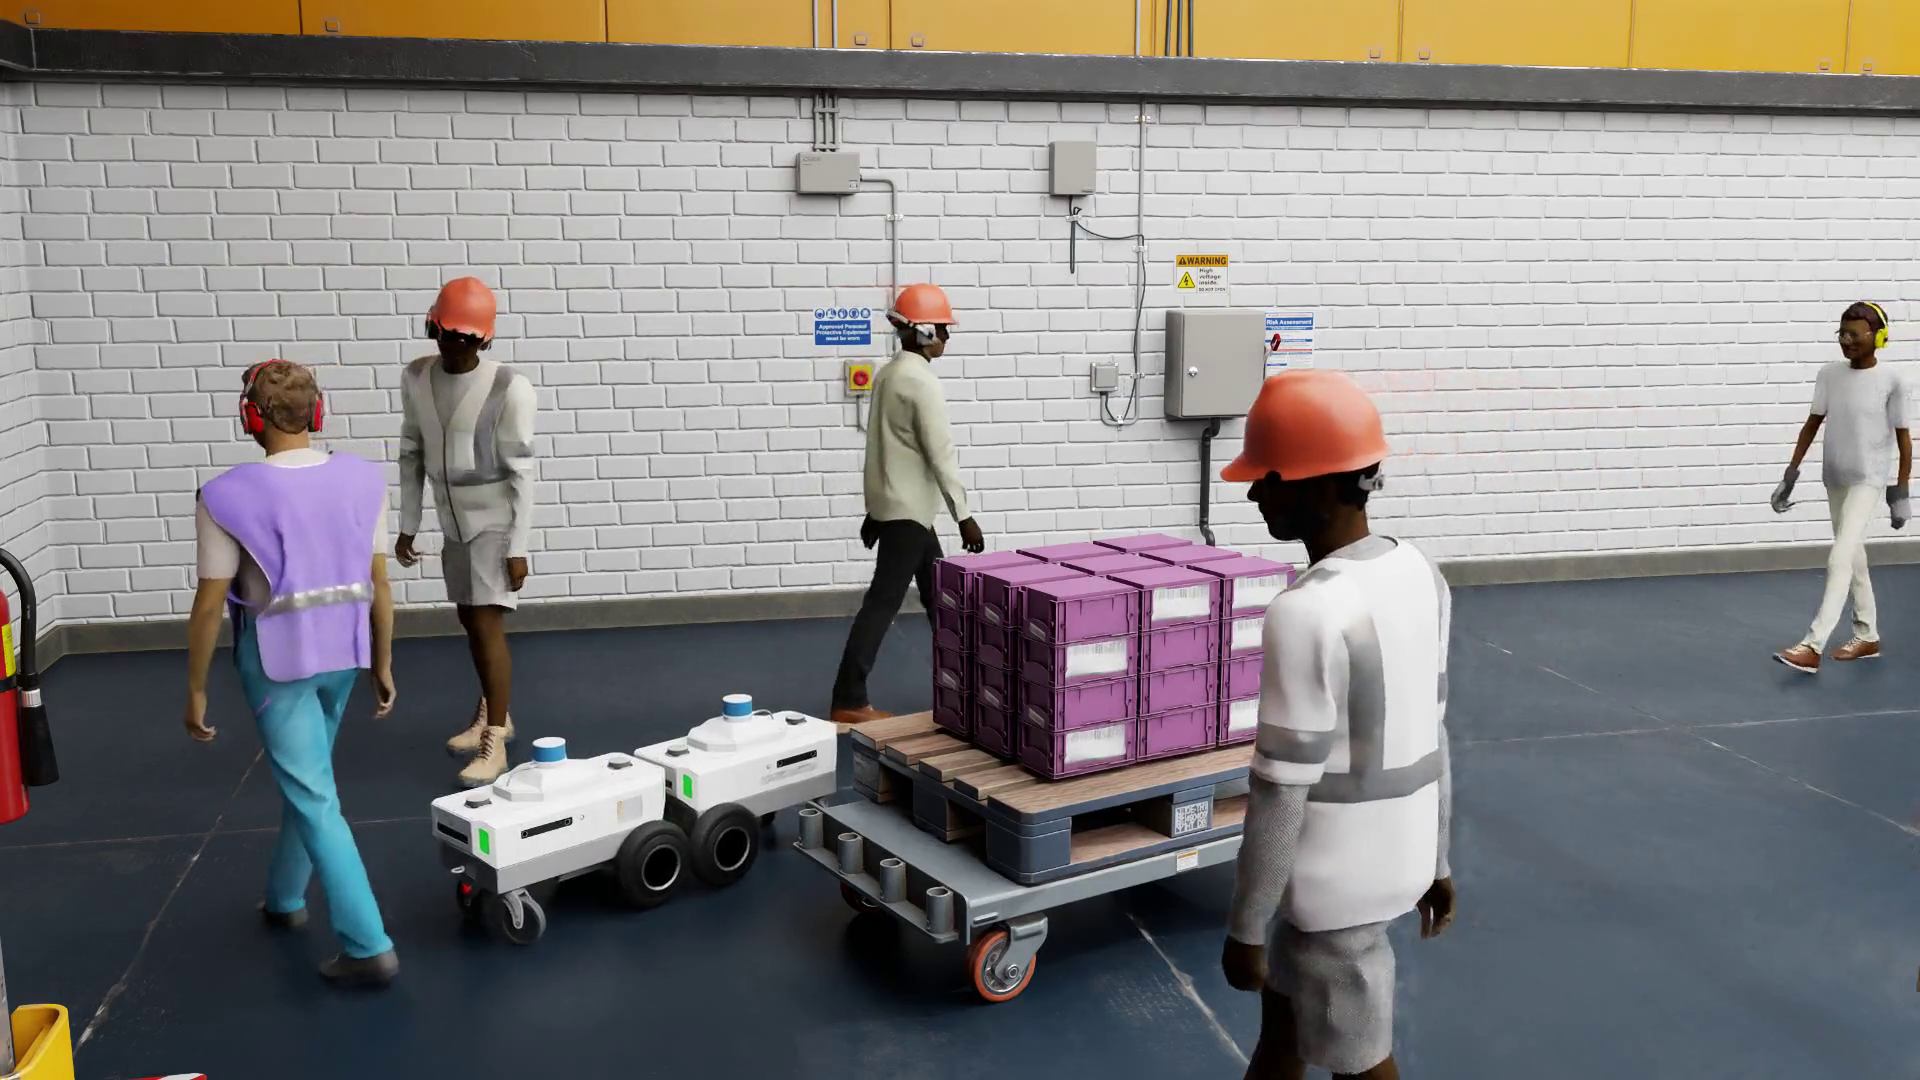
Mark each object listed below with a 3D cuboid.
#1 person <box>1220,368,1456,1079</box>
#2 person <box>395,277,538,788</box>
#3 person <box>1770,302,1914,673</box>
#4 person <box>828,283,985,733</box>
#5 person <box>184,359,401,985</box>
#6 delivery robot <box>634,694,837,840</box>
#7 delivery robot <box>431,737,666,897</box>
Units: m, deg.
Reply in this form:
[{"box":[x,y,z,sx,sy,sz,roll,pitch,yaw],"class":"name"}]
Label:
[{"box":[0.616,0.614,3.242,0.932,1.890,0.565,8,13,38],"class":"person"},{"box":[-1.936,-0.038,6.588,0.655,1.981,0.784,5,11,26],"class":"person"},{"box":[4.339,-0.251,8.253,0.941,1.819,0.541,-4,11,-20],"class":"person"},{"box":[-0.143,-0.136,7.258,1.023,1.936,0.615,-3,11,-16],"class":"person"},{"box":[-1.923,0.390,4.865,0.919,1.821,0.595,7,12,34],"class":"person"},{"box":[-0.766,0.779,5.772,0.477,0.478,0.707,10,14,43],"class":"delivery robot"},{"box":[-1.294,0.870,5.271,0.477,0.478,0.707,10,14,43],"class":"delivery robot"}]
